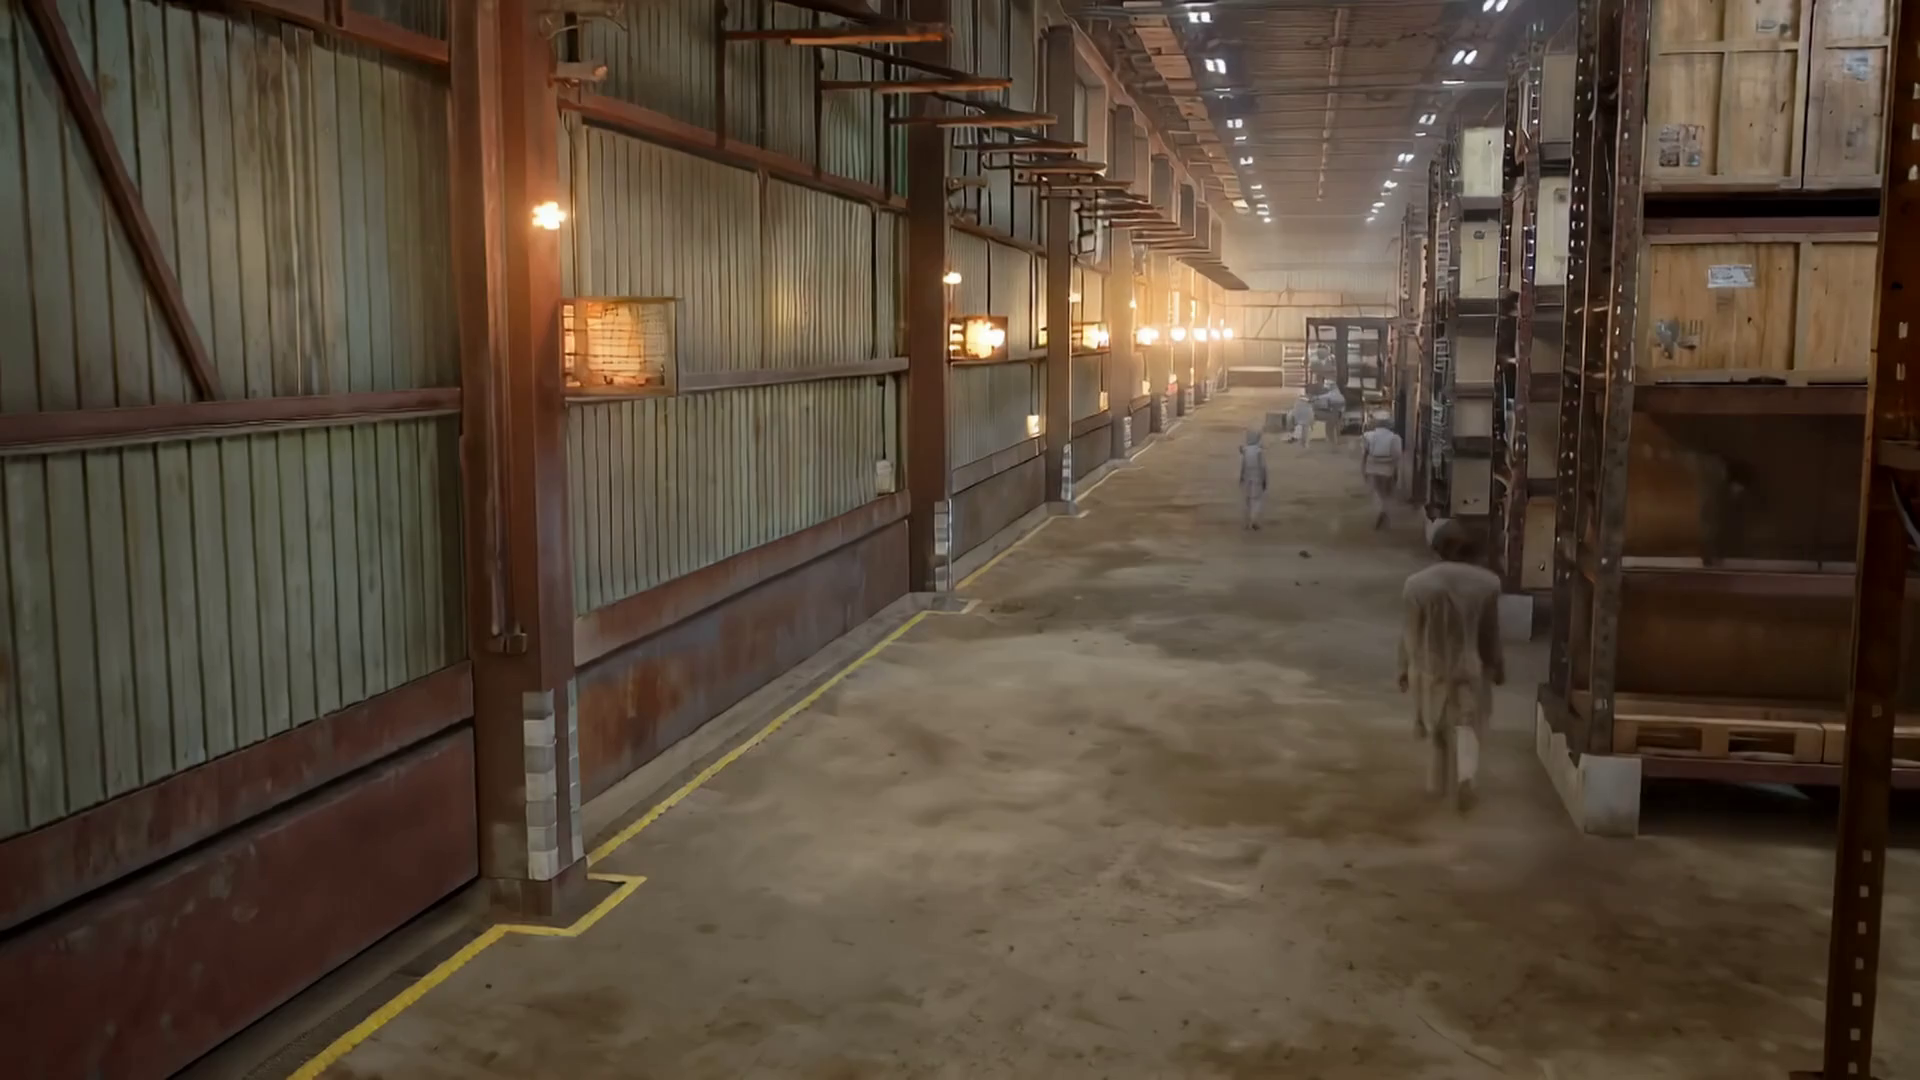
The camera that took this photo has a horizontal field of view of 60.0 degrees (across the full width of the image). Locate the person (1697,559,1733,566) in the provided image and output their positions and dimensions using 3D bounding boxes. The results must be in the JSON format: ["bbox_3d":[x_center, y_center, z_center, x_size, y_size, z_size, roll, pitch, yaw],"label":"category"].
[{"bbox_3d":[5.689,0.639,12.814,0.592,1.723,0.507,1,7,6],"label":"person"}]

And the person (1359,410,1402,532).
[{"bbox_3d":[6.555,-1.081,25.958,0.614,1.897,1.000,1,7,10],"label":"person"}]

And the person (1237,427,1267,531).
[{"bbox_3d":[4.549,-0.942,25.943,0.518,1.626,0.387,4,8,26],"label":"person"}]

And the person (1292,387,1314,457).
[{"bbox_3d":[8.509,-2.924,41.333,0.572,1.733,0.514,5,9,35],"label":"person"}]

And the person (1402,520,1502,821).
[{"bbox_3d":[3.139,0.828,10.653,0.627,1.916,0.894,1,7,12],"label":"person"}]

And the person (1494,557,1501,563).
[{"bbox_3d":[7.326,-0.510,21.727,0.807,1.800,0.627,2,7,15],"label":"person"}]
